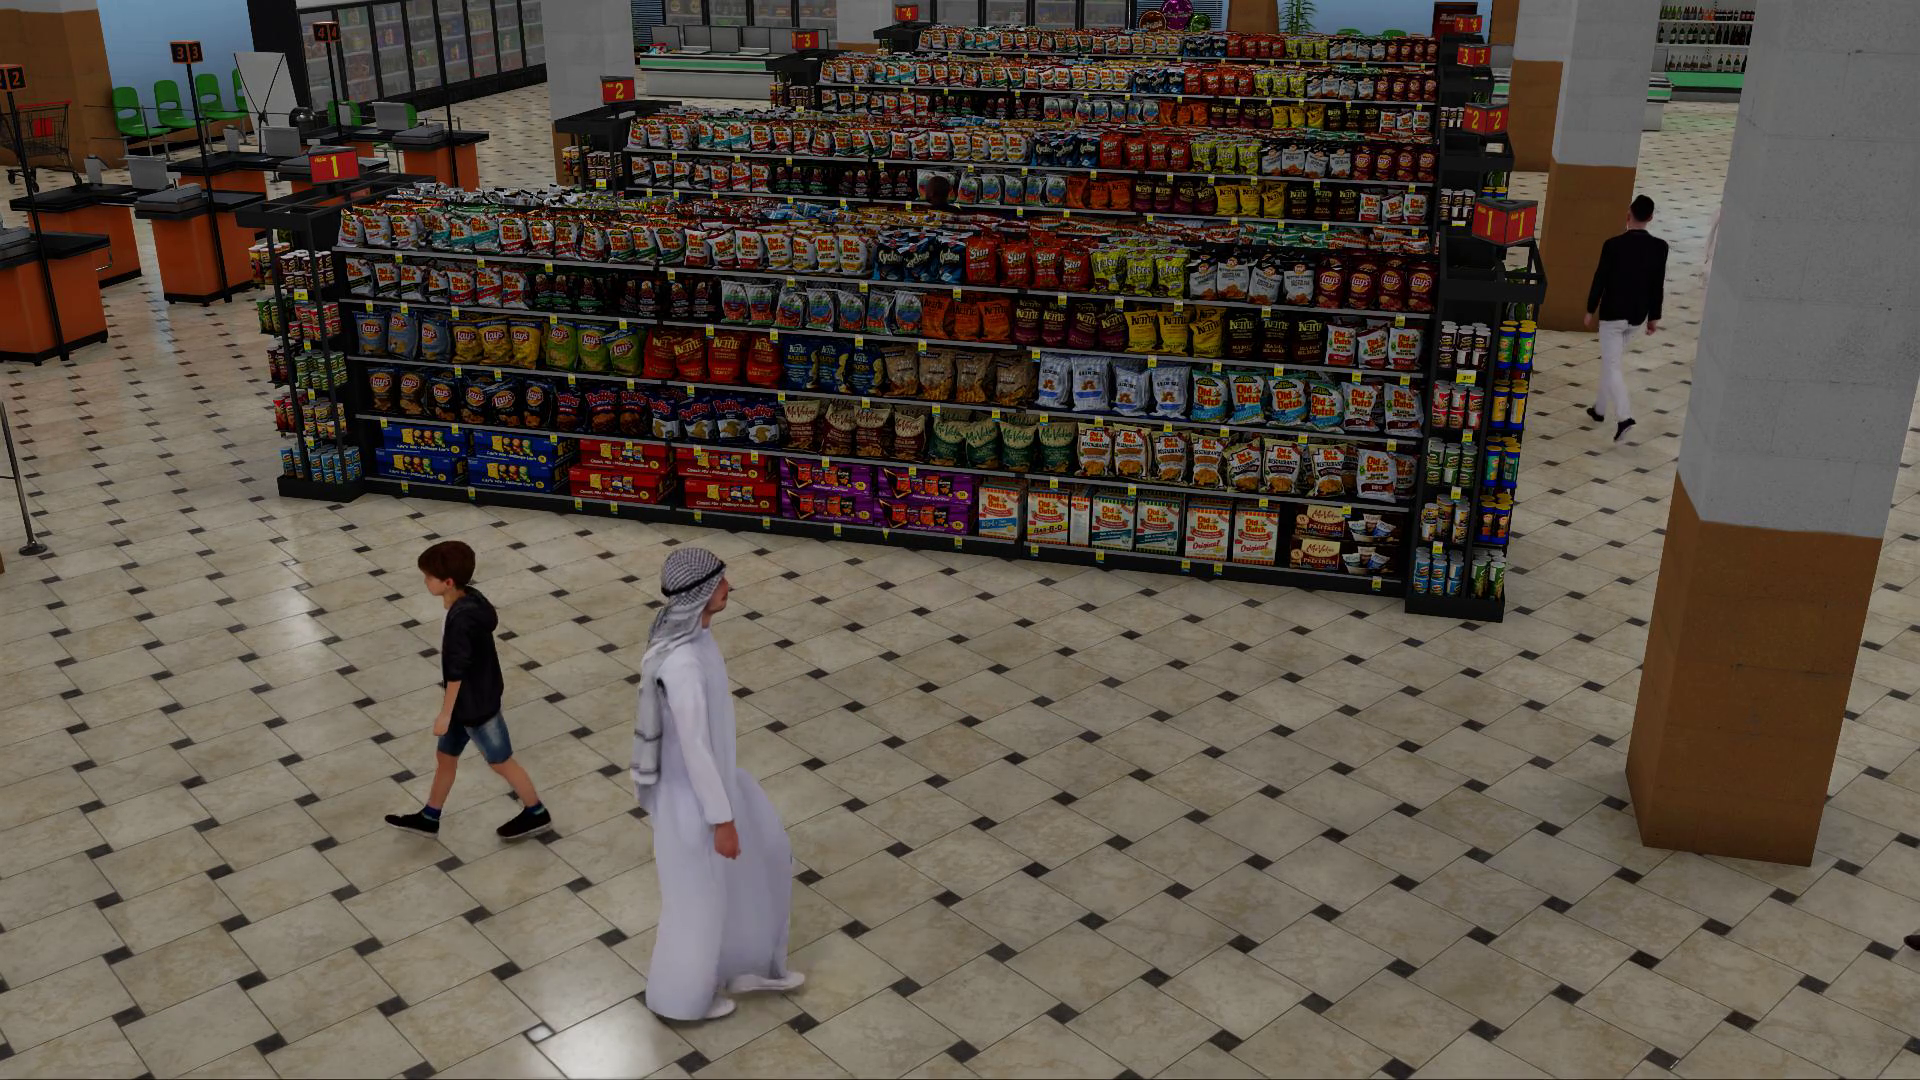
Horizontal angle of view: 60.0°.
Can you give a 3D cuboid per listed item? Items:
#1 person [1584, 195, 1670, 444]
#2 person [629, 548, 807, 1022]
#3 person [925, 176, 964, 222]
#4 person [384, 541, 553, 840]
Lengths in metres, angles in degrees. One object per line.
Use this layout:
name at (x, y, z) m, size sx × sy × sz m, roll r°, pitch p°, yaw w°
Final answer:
person at (5.000, -1.623, 12.491) m, size 1.219 × 1.801 × 0.973 m, roll -1°, pitch 22°, yaw -2°
person at (-1.041, 0.920, 6.016) m, size 0.949 × 1.910 × 0.870 m, roll -1°, pitch 22°, yaw -4°
person at (-0.166, -2.048, 13.525) m, size 0.742 × 1.818 × 0.773 m, roll 16°, pitch 27°, yaw 34°
person at (-2.061, 0.694, 7.248) m, size 1.014 × 1.411 × 0.863 m, roll -7°, pitch 23°, yaw -17°
